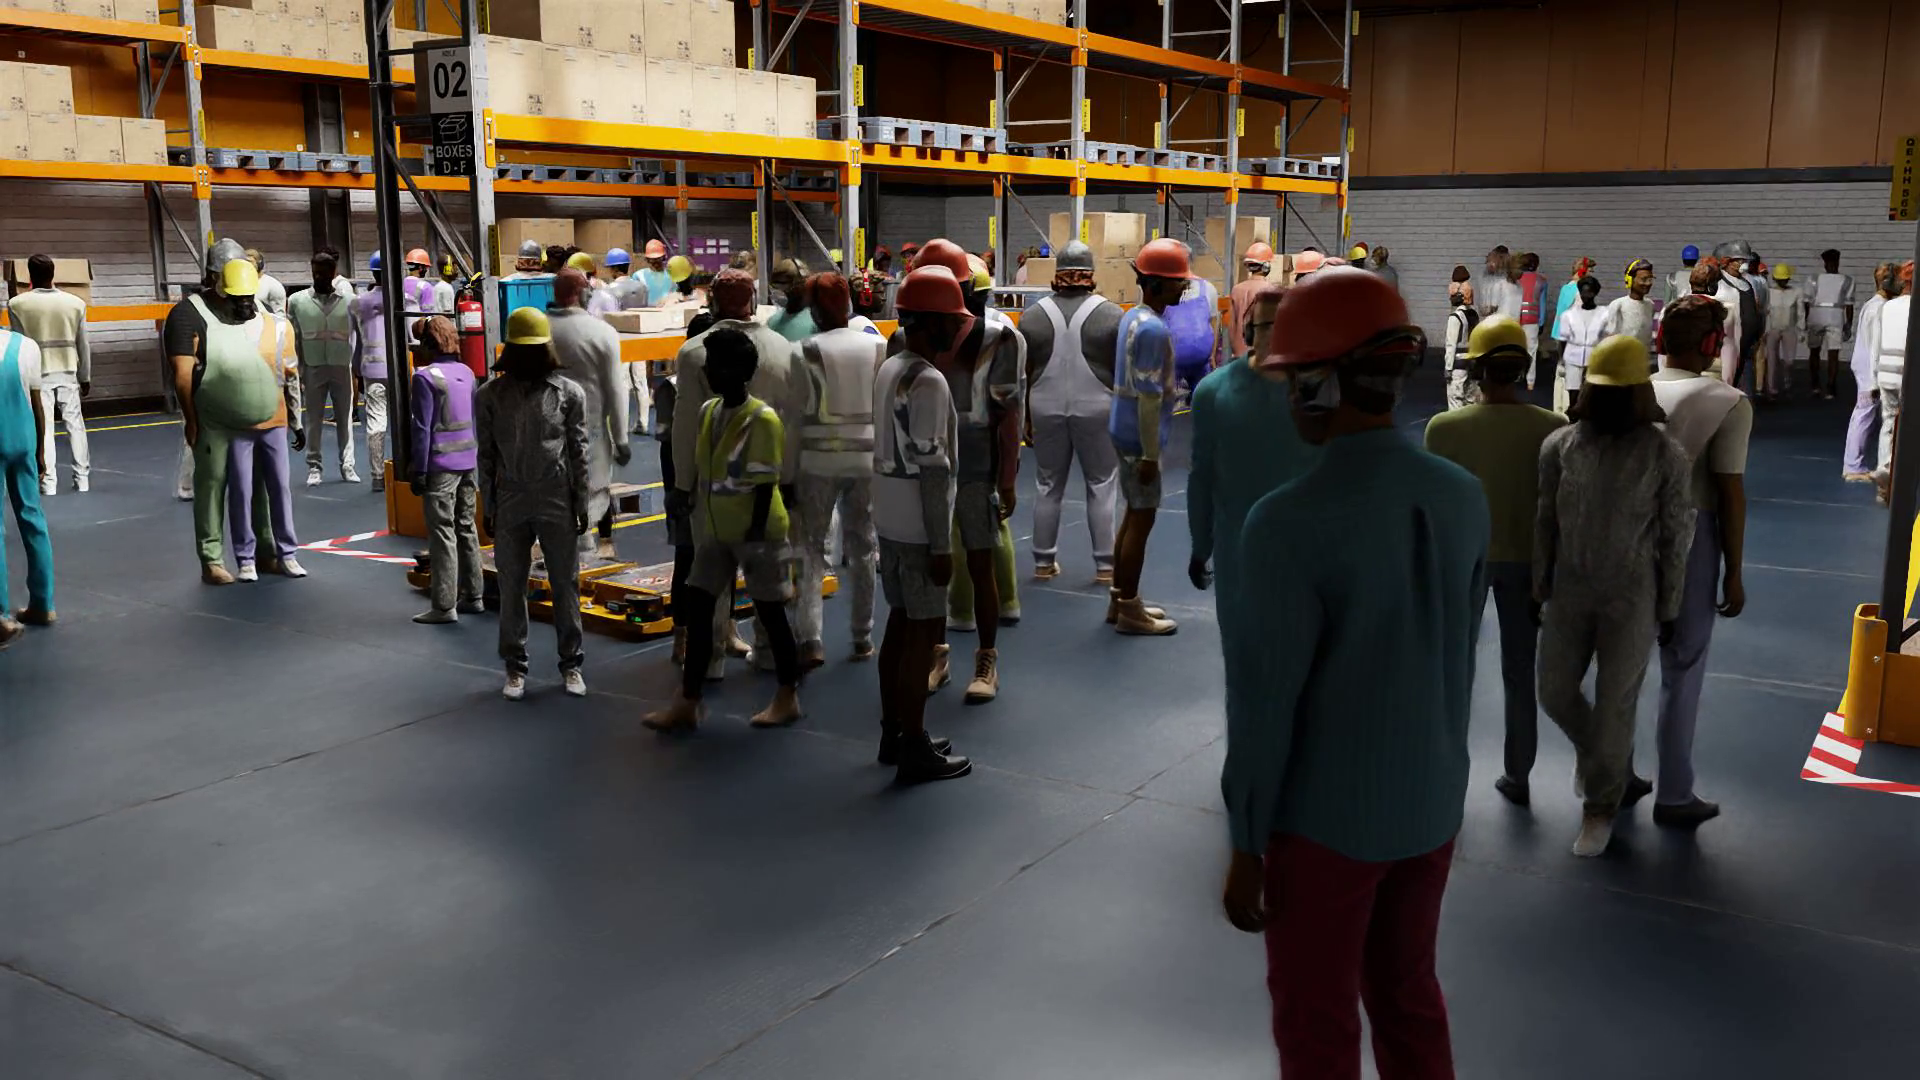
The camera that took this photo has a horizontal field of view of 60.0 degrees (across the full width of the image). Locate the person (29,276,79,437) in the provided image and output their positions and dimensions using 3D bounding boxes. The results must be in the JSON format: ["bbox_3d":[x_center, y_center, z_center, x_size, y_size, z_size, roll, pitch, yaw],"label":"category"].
[{"bbox_3d":[-8.920,-1.775,16.308,0.575,1.739,0.350,-4,11,-23],"label":"person"}]

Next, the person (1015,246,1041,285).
[{"bbox_3d":[0.930,-3.008,22.593,0.372,1.935,0.627,-2,10,-13],"label":"person"}]

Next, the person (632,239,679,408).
[{"bbox_3d":[-3.586,-2.599,20.066,0.712,2.030,0.415,-3,11,-15],"label":"person"}]

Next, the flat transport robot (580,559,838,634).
[{"bbox_3d":[-1.394,0.259,9.098,0.652,0.197,1.431,8,13,39],"label":"flat transport robot"}]

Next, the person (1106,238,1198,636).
[{"bbox_3d":[0.985,-0.521,8.557,0.426,2.032,0.623,-1,10,-3],"label":"person"}]

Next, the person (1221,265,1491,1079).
[{"bbox_3d":[0.704,0.493,3.089,0.599,1.977,0.429,-8,13,-36],"label":"person"}]

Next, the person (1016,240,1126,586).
[{"bbox_3d":[0.681,-0.758,9.832,0.685,2.000,0.537,3,11,15],"label":"person"}]

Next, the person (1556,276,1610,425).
[{"bbox_3d":[6.014,-1.696,16.017,0.547,1.680,0.376,5,12,27],"label":"person"}]

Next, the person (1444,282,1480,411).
[{"bbox_3d":[4.733,-1.615,15.728,0.314,1.631,0.519,9,14,41],"label":"person"}]

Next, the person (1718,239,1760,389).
[{"bbox_3d":[7.819,-2.029,16.873,0.682,2.000,0.535,-7,12,-34],"label":"person"}]

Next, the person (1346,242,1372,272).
[{"bbox_3d":[6.848,-4.128,28.672,0.617,1.986,0.406,-4,11,-23],"label":"person"}]

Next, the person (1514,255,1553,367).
[{"bbox_3d":[9.012,-3.636,26.472,0.945,1.802,0.568,2,10,12],"label":"person"}]

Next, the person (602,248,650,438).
[{"bbox_3d":[-3.436,-2.008,17.046,0.415,1.939,0.605,7,13,35],"label":"person"}]

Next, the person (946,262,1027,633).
[{"bbox_3d":[0.087,-0.471,8.606,0.607,1.910,0.405,-9,13,-40],"label":"person"}]

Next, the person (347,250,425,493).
[{"bbox_3d":[-4.569,-1.343,13.329,0.607,1.948,0.390,1,10,3],"label":"person"}]

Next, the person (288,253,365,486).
[{"bbox_3d":[-5.249,-1.416,13.829,0.587,1.915,0.397,-5,11,-26],"label":"person"}]

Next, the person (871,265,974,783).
[{"bbox_3d":[-0.133,-0.057,6.259,0.388,1.930,0.544,-4,11,-19],"label":"person"}]

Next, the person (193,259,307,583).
[{"bbox_3d":[-4.202,-0.699,9.874,0.591,1.911,0.398,-8,13,-38],"label":"person"}]

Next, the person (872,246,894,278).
[{"bbox_3d":[-1.457,-4.202,29.289,0.764,1.910,0.548,-7,13,-36],"label":"person"}]

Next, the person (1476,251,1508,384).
[{"bbox_3d":[7.580,-3.141,23.486,0.757,1.876,0.655,-9,13,-40],"label":"person"}]

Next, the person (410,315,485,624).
[{"bbox_3d":[-2.731,-0.378,8.865,0.314,1.631,0.523,3,11,14],"label":"person"}]

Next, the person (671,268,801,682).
[{"bbox_3d":[-1.039,-0.301,7.714,0.651,1.895,0.400,-8,13,-36],"label":"person"}]

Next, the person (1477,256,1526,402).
[{"bbox_3d":[6.456,-2.426,19.654,0.525,1.828,0.425,-6,12,-31],"label":"person"}]

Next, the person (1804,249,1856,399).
[{"bbox_3d":[11.213,-2.795,21.533,0.617,1.891,0.928,5,11,26],"label":"person"}]

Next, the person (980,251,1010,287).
[{"bbox_3d":[0.369,-2.818,21.696,0.577,1.880,0.352,2,10,10],"label":"person"}]

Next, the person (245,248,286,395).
[{"bbox_3d":[-7.243,-2.030,17.164,0.631,1.940,0.372,2,10,13],"label":"person"}]

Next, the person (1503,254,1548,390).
[{"bbox_3d":[7.625,-2.950,22.571,0.624,1.835,0.431,3,11,19],"label":"person"}]

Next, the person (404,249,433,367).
[{"bbox_3d":[-6.116,-2.316,18.802,0.548,1.923,0.390,5,11,26],"label":"person"}]

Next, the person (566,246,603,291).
[{"bbox_3d":[-4.384,-2.390,19.117,0.603,1.957,0.385,2,10,8],"label":"person"}]

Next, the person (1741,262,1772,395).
[{"bbox_3d":[10.398,-2.762,21.777,0.578,1.736,0.355,-6,12,-28],"label":"person"}]

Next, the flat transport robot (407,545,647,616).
[{"bbox_3d":[-2.450,0.198,9.436,1.431,0.197,0.652,8,13,39],"label":"flat transport robot"}]

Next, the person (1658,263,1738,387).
[{"bbox_3d":[5.743,-1.220,12.943,0.429,1.845,0.621,-7,13,-36],"label":"person"}]

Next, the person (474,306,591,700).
[{"bbox_3d":[-1.870,-0.154,7.330,0.484,1.738,0.321,-2,10,-11],"label":"person"}]

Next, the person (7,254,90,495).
[{"bbox_3d":[-7.248,-1.317,13.292,0.379,1.912,0.591,8,13,37],"label":"person"}]

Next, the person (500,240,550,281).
[{"bbox_3d":[-4.156,-1.900,16.160,0.681,2.000,0.535,-3,11,-17],"label":"person"}]

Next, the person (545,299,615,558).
[{"bbox_3d":[-2.426,-0.644,10.227,0.629,1.666,0.521,-8,13,-37],"label":"person"}]
